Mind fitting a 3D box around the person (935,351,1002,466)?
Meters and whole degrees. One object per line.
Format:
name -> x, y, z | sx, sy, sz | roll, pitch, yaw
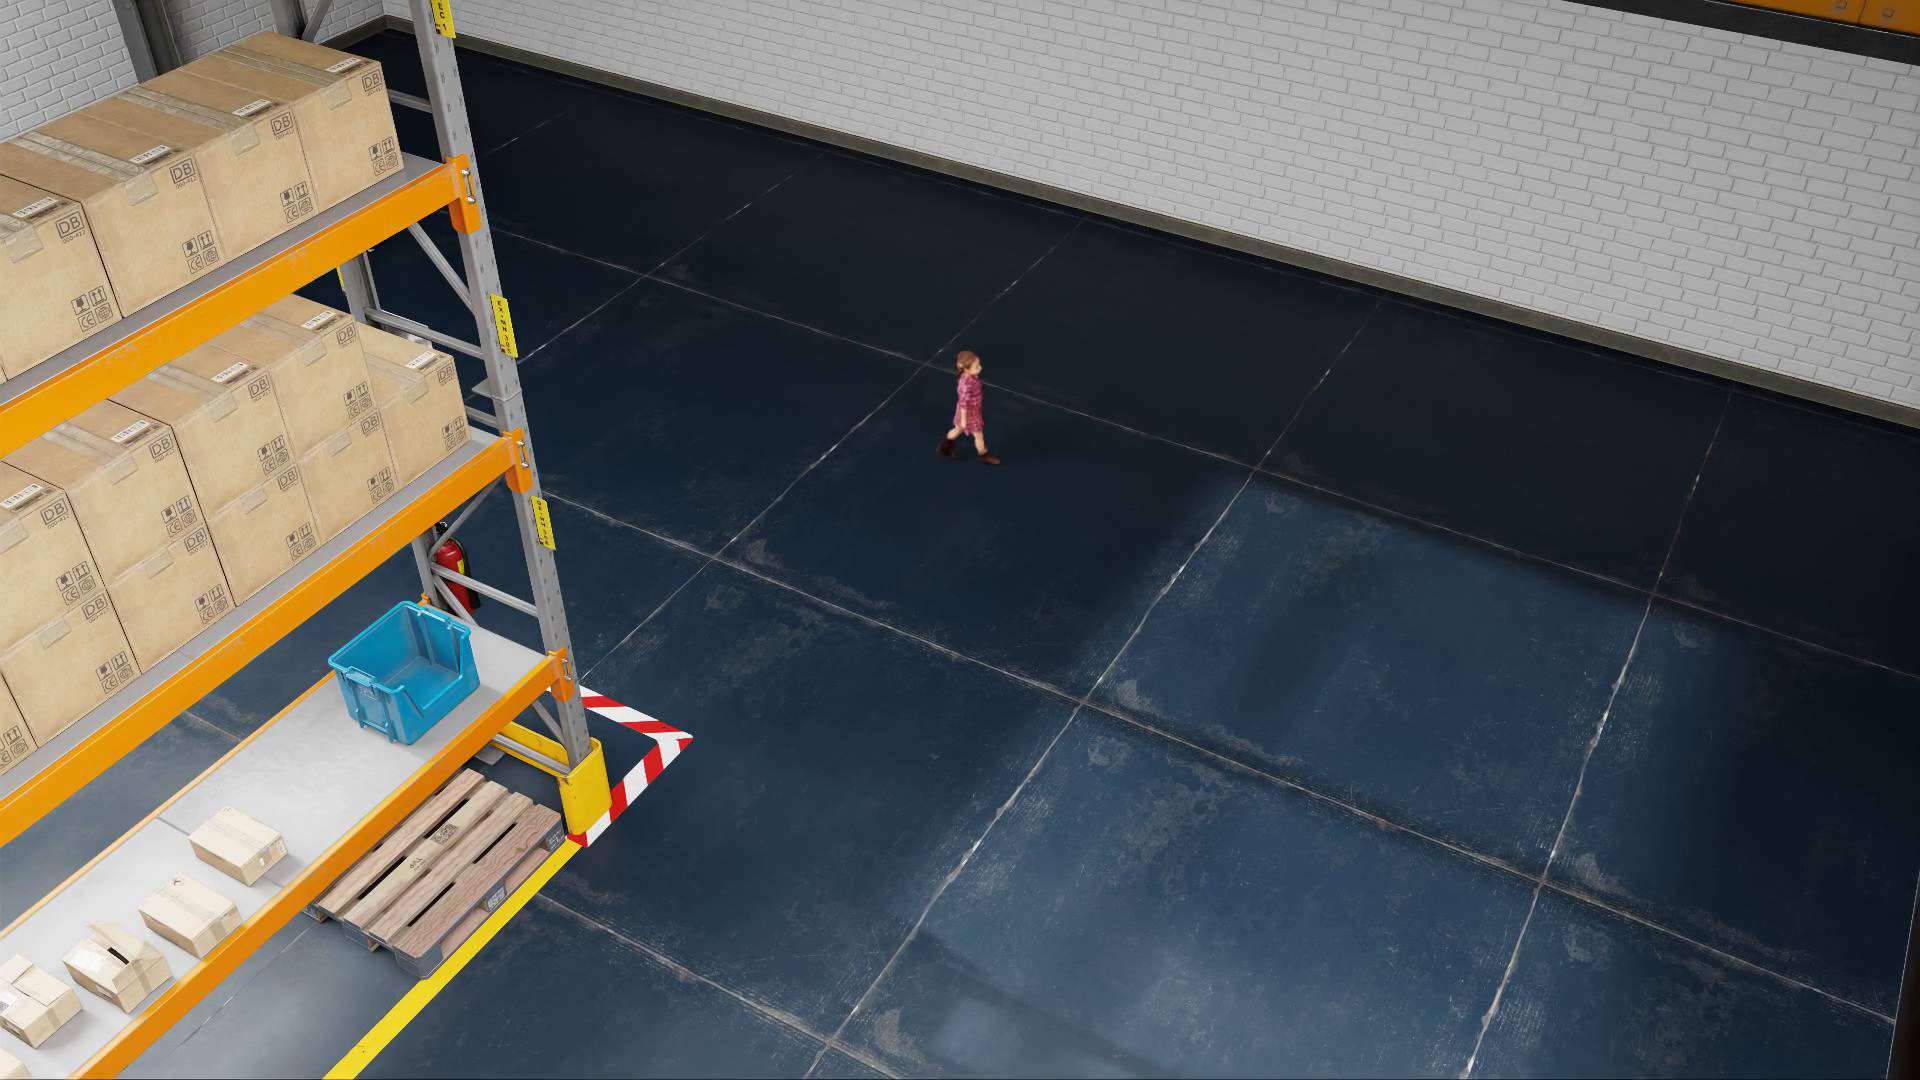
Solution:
person -> 0.026, -1.014, 12.687 | 0.640, 1.013, 0.722 | 6, 39, 7
